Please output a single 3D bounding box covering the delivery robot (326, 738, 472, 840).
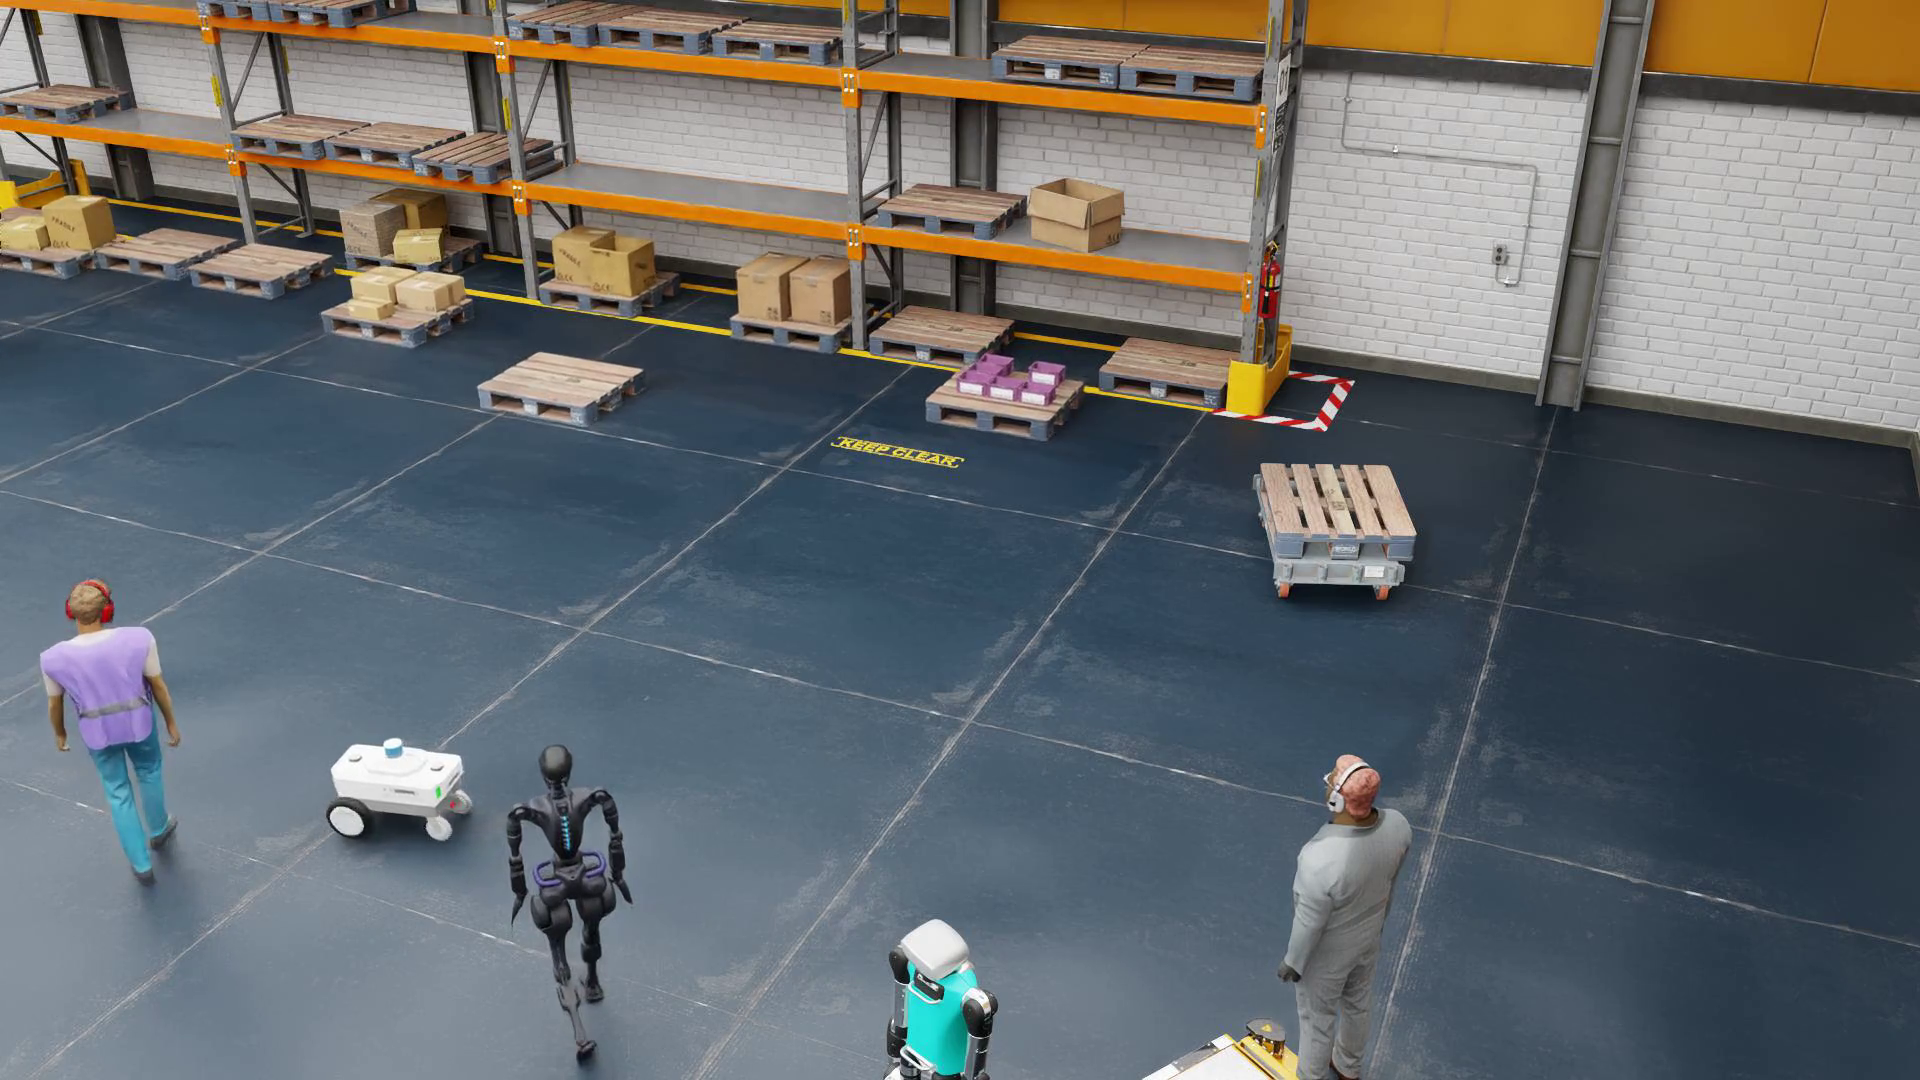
[{"bbox_3d":[-3.325,1.443,9.818,0.768,0.591,0.499,5,28,9],"label":"delivery robot"}]

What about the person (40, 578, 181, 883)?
[{"bbox_3d":[-4.694,1.035,9.238,0.610,1.811,0.607,-15,31,-26],"label":"person"}]

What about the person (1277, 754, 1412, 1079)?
[{"bbox_3d":[1.713,1.808,7.641,0.638,1.910,0.409,-18,32,-31],"label":"person"}]

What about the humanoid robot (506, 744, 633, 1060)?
[{"bbox_3d":[-1.885,1.734,8.088,0.590,1.654,0.733,-11,29,-20],"label":"humanoid robot"}]

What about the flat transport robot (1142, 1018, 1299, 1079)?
[{"bbox_3d":[1.102,2.725,7.647,1.431,0.231,0.659,-17,32,-30],"label":"flat transport robot"}]

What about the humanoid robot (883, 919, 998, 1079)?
[{"bbox_3d":[-0.242,2.344,6.640,0.735,1.677,0.533,-24,36,-38],"label":"humanoid robot"}]
